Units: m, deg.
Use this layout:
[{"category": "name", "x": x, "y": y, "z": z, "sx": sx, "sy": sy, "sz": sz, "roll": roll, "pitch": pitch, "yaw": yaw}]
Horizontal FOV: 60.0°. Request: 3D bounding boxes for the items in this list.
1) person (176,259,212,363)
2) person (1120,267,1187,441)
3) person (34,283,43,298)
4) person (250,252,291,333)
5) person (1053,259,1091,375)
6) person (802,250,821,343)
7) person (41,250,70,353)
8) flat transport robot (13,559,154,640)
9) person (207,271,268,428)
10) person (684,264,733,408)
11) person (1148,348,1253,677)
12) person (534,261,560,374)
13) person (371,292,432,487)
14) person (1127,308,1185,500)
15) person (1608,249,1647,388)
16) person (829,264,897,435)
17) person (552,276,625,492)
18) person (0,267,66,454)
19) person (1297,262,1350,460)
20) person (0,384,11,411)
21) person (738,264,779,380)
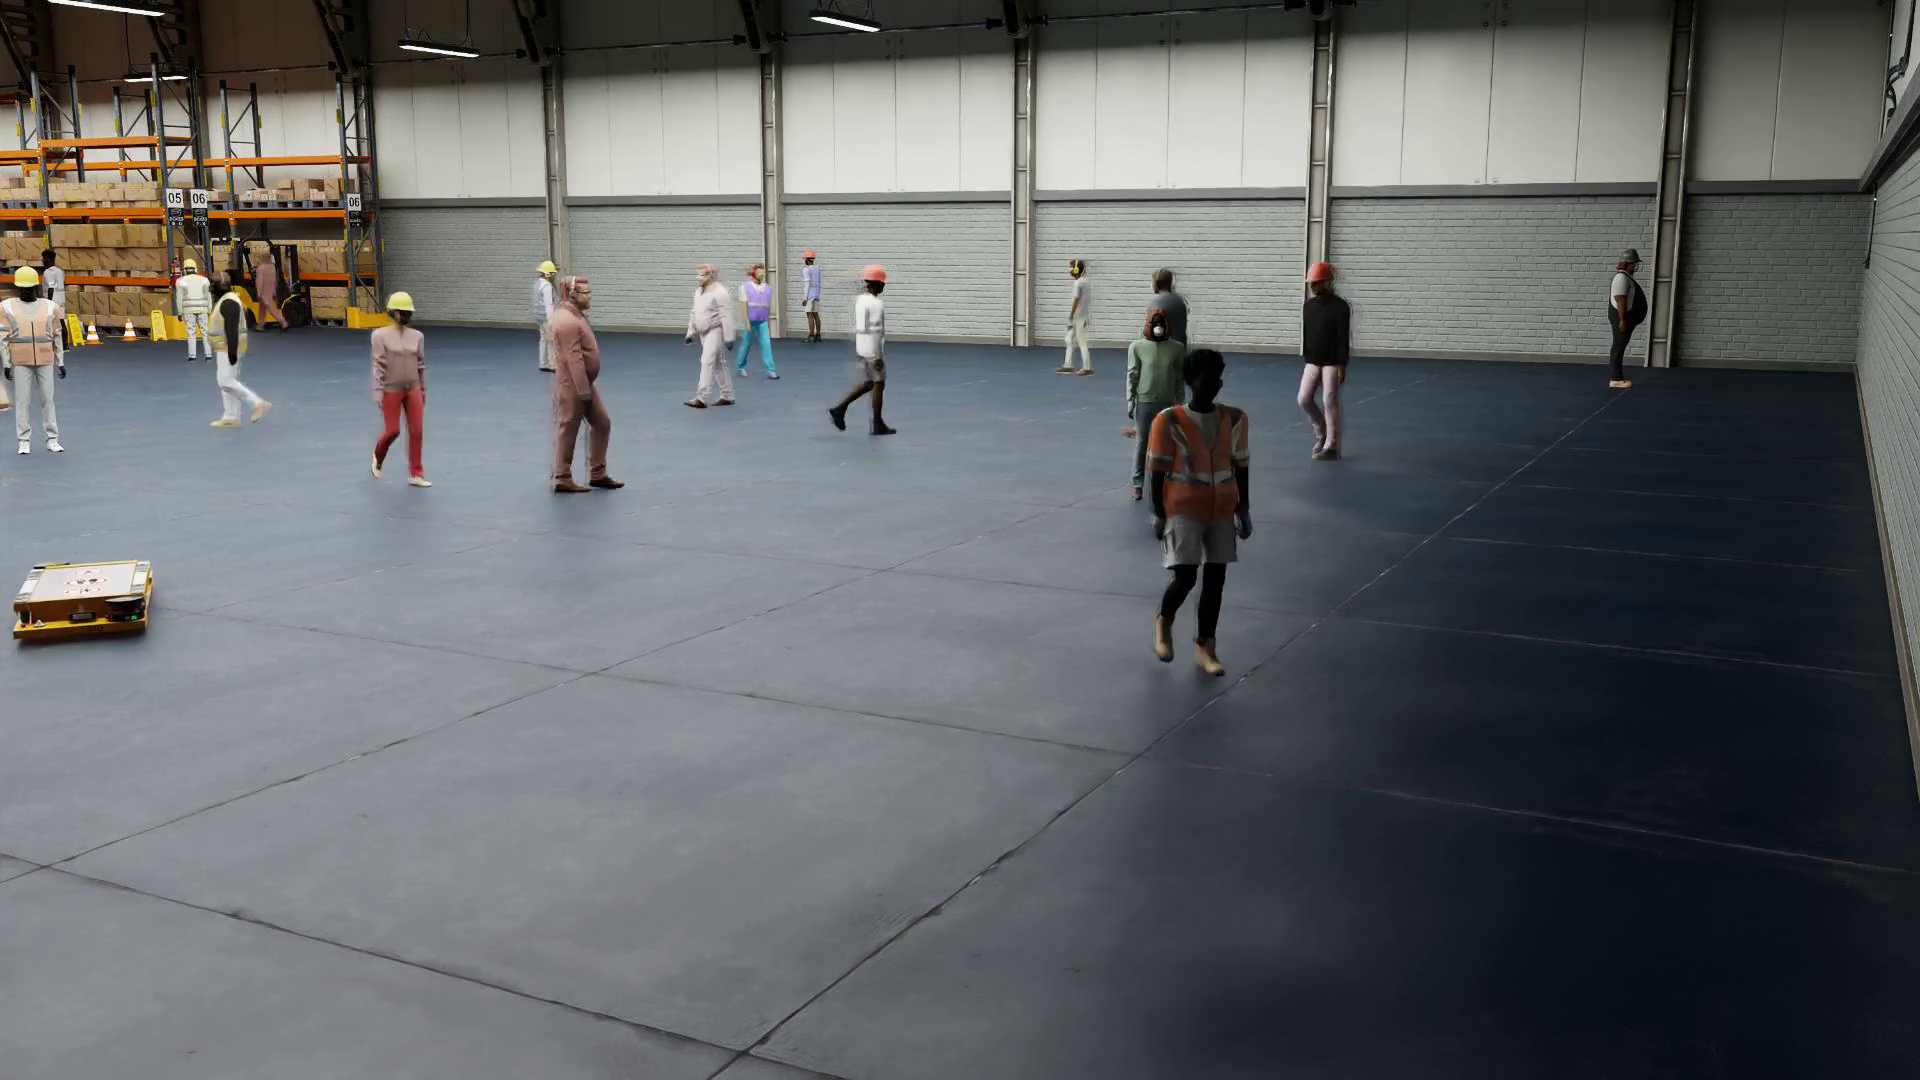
[{"category": "person", "x": -13.529, "y": -4.045, "z": 29.394, "sx": 0.586, "sy": 1.823, "sz": 0.403, "roll": -8, "pitch": 13, "yaw": -37}, {"category": "person", "x": 2.077, "y": -1.927, "z": 17.633, "sx": 0.971, "sy": 1.890, "sz": 0.652, "roll": 6, "pitch": 12, "yaw": 31}, {"category": "person", "x": -24.760, "y": -6.871, "z": 44.553, "sx": 0.405, "sy": 1.918, "sz": 0.588, "roll": 5, "pitch": 11, "yaw": 25}, {"category": "person", "x": -15.952, "y": -5.710, "z": 38.367, "sx": 0.954, "sy": 1.871, "sz": 0.653, "roll": 0, "pitch": 10, "yaw": -2}, {"category": "person", "x": 1.773, "y": -3.554, "z": 26.642, "sx": 0.768, "sy": 1.846, "sz": 0.554, "roll": 2, "pitch": 11, "yaw": 12}, {"category": "person", "x": -3.136, "y": -5.100, "z": 34.835, "sx": 0.371, "sy": 1.935, "sz": 0.551, "roll": 6, "pitch": 12, "yaw": 28}, {"category": "person", "x": -17.322, "y": -4.558, "z": 31.802, "sx": 0.361, "sy": 1.963, "sz": 0.614, "roll": -1, "pitch": 10, "yaw": -7}, {"category": "flat transport robot", "x": -5.149, "y": 0.322, "z": 9.815, "sx": 0.652, "sy": 0.197, "sz": 1.431, "roll": -5, "pitch": 11, "yaw": -23}, {"category": "person", "x": -8.486, "y": -2.214, "z": 19.393, "sx": 0.532, "sy": 1.830, "sz": 0.646, "roll": -6, "pitch": 12, "yaw": -29}, {"category": "person", "x": -3.342, "y": -2.653, "z": 21.698, "sx": 0.911, "sy": 1.867, "sz": 0.652, "roll": -8, "pitch": 13, "yaw": -36}, {"category": "person", "x": 1.217, "y": -0.135, "z": 8.461, "sx": 0.540, "sy": 1.687, "sz": 0.383, "roll": -3, "pitch": 11, "yaw": -18}, {"category": "person", "x": -6.663, "y": -3.594, "z": 26.916, "sx": 0.428, "sy": 1.823, "sz": 0.610, "roll": -6, "pitch": 12, "yaw": -29}, {"category": "person", "x": -5.030, "y": -1.346, "z": 14.876, "sx": 0.582, "sy": 1.746, "sz": 0.535, "roll": 9, "pitch": 14, "yaw": 41}, {"category": "person", "x": 1.668, "y": -1.156, "z": 14.157, "sx": 0.509, "sy": 1.632, "sz": 0.269, "roll": -1, "pitch": 10, "yaw": -7}, {"category": "person", "x": 9.900, "y": -3.287, "z": 24.669, "sx": 0.536, "sy": 2.000, "sz": 0.672, "roll": 4, "pitch": 11, "yaw": 23}, {"category": "person", "x": -1.073, "y": -2.116, "z": 18.616, "sx": 0.678, "sy": 1.923, "sz": 0.551, "roll": -5, "pitch": 12, "yaw": -26}, {"category": "person", "x": -3.232, "y": -1.340, "z": 14.471, "sx": 0.736, "sy": 1.878, "sz": 0.664, "roll": -1, "pitch": 10, "yaw": -3}, {"category": "person", "x": -9.549, "y": -1.847, "z": 17.147, "sx": 0.584, "sy": 1.919, "sz": 0.382, "roll": -8, "pitch": 13, "yaw": -37}, {"category": "person", "x": 3.618, "y": -1.779, "z": 16.605, "sx": 0.467, "sy": 1.974, "sz": 0.638, "roll": -7, "pitch": 13, "yaw": -35}, {"category": "person", "x": -12.602, "y": -2.429, "z": 21.230, "sx": 0.868, "sy": 1.585, "sz": 0.506, "roll": -1, "pitch": 10, "yaw": -7}, {"category": "person", "x": -3.207, "y": -3.429, "z": 26.107, "sx": 0.562, "sy": 1.807, "sz": 0.971, "roll": -7, "pitch": 13, "yaw": -34}]
